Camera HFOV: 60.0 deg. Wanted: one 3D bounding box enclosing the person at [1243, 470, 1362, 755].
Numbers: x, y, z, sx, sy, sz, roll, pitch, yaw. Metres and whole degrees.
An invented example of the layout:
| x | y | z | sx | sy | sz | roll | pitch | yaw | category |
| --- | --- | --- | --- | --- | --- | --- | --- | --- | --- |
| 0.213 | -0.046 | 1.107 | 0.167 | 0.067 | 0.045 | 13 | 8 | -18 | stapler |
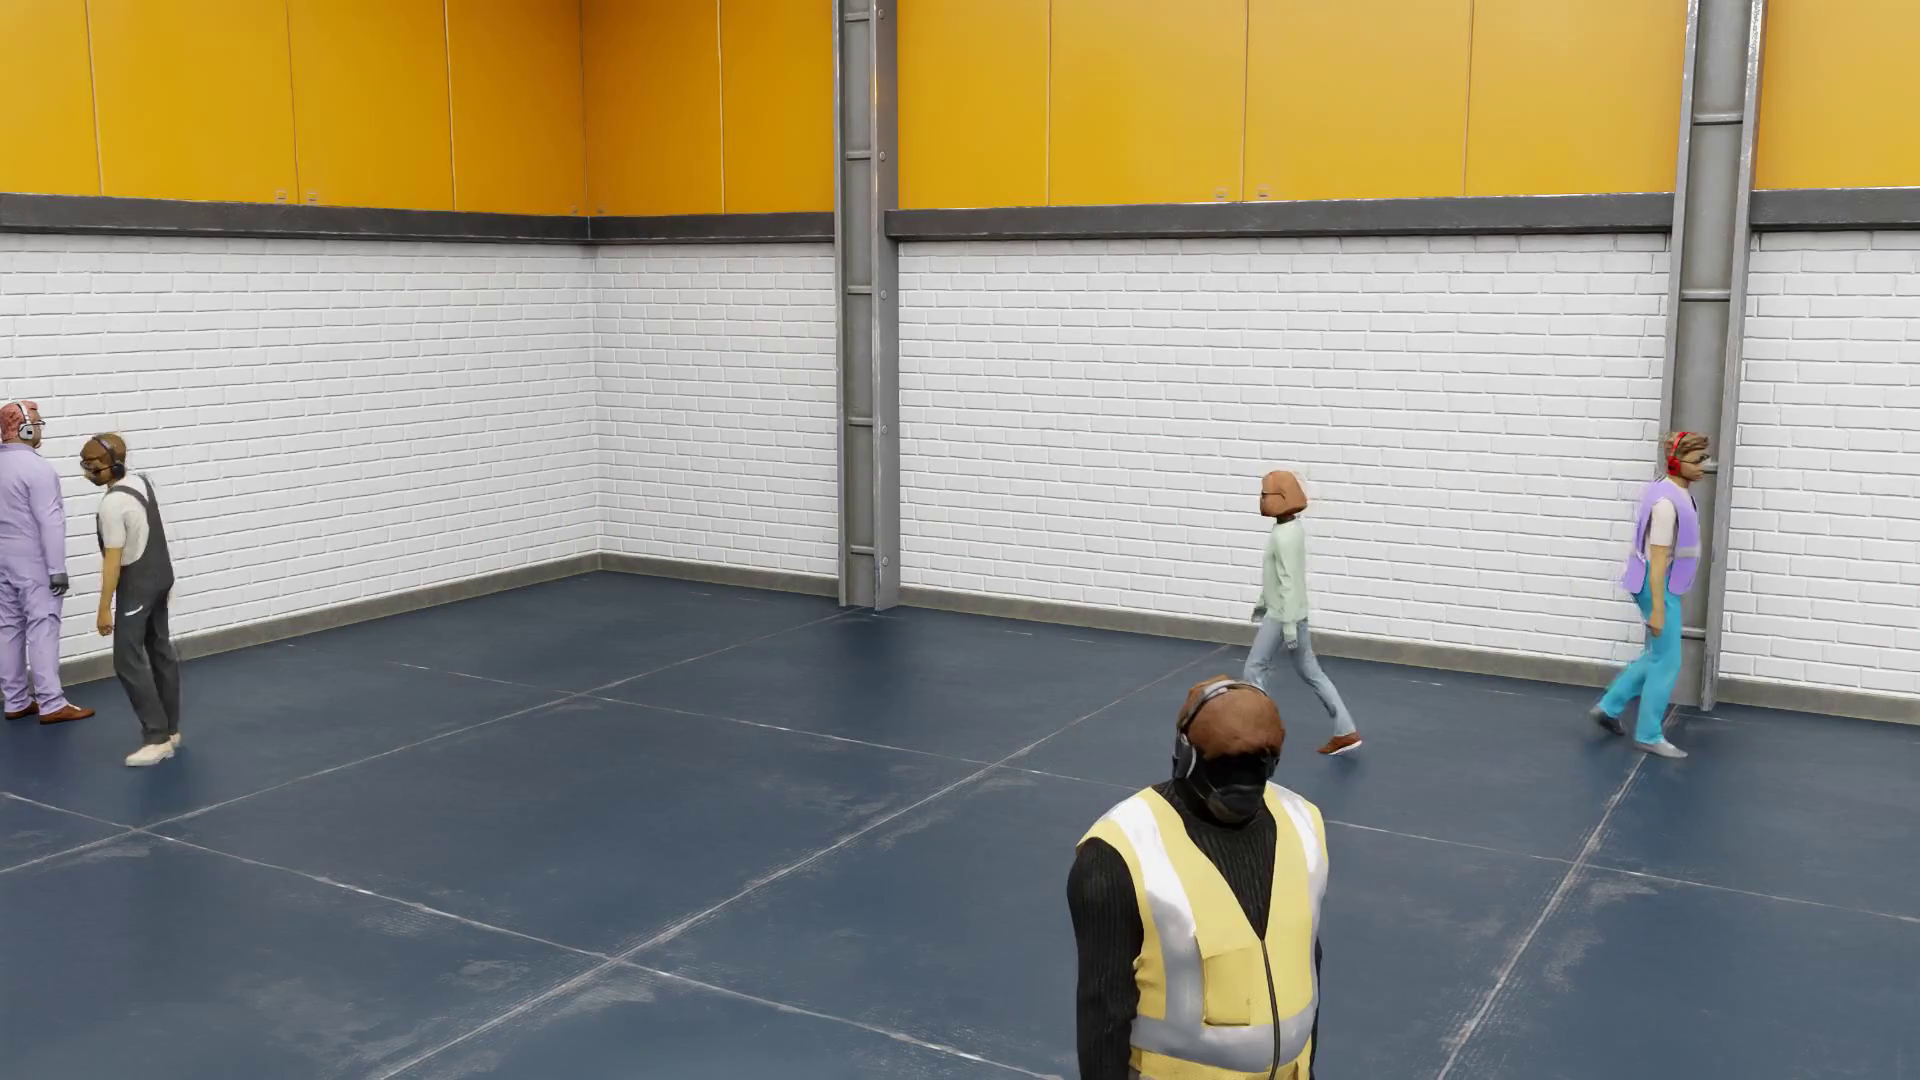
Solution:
| x | y | z | sx | sy | sz | roll | pitch | yaw | category |
| --- | --- | --- | --- | --- | --- | --- | --- | --- | --- |
| 1.791 | 0.407 | 9.073 | 0.857 | 1.592 | 0.506 | 3 | 10 | 19 | person |

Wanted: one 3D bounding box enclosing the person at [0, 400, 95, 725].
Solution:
| x | y | z | sx | sy | sz | roll | pitch | yaw | category |
| --- | --- | --- | --- | --- | --- | --- | --- | --- | --- |
| -5.482 | 0.132 | 9.818 | 0.642 | 1.909 | 0.399 | 4 | 10 | 26 | person |

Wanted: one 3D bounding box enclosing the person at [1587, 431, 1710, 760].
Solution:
| x | y | z | sx | sy | sz | roll | pitch | yaw | category |
| --- | --- | --- | --- | --- | --- | --- | --- | --- | --- |
| 3.777 | 0.292 | 9.122 | 0.540 | 1.811 | 0.629 | 5 | 10 | 27 | person |

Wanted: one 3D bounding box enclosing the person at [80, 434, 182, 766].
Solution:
| x | y | z | sx | sy | sz | roll | pitch | yaw | category |
| --- | --- | --- | --- | --- | --- | --- | --- | --- | --- |
| -4.483 | 0.303 | 9.100 | 0.348 | 1.804 | 0.663 | 0 | 9 | -1 | person |

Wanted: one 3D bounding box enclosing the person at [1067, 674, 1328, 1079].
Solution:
| x | y | z | sx | sy | sz | roll | pitch | yaw | category |
| --- | --- | --- | --- | --- | --- | --- | --- | --- | --- |
| 0.527 | 1.181 | 3.495 | 0.624 | 1.837 | 0.430 | -5 | 10 | -29 | person |
